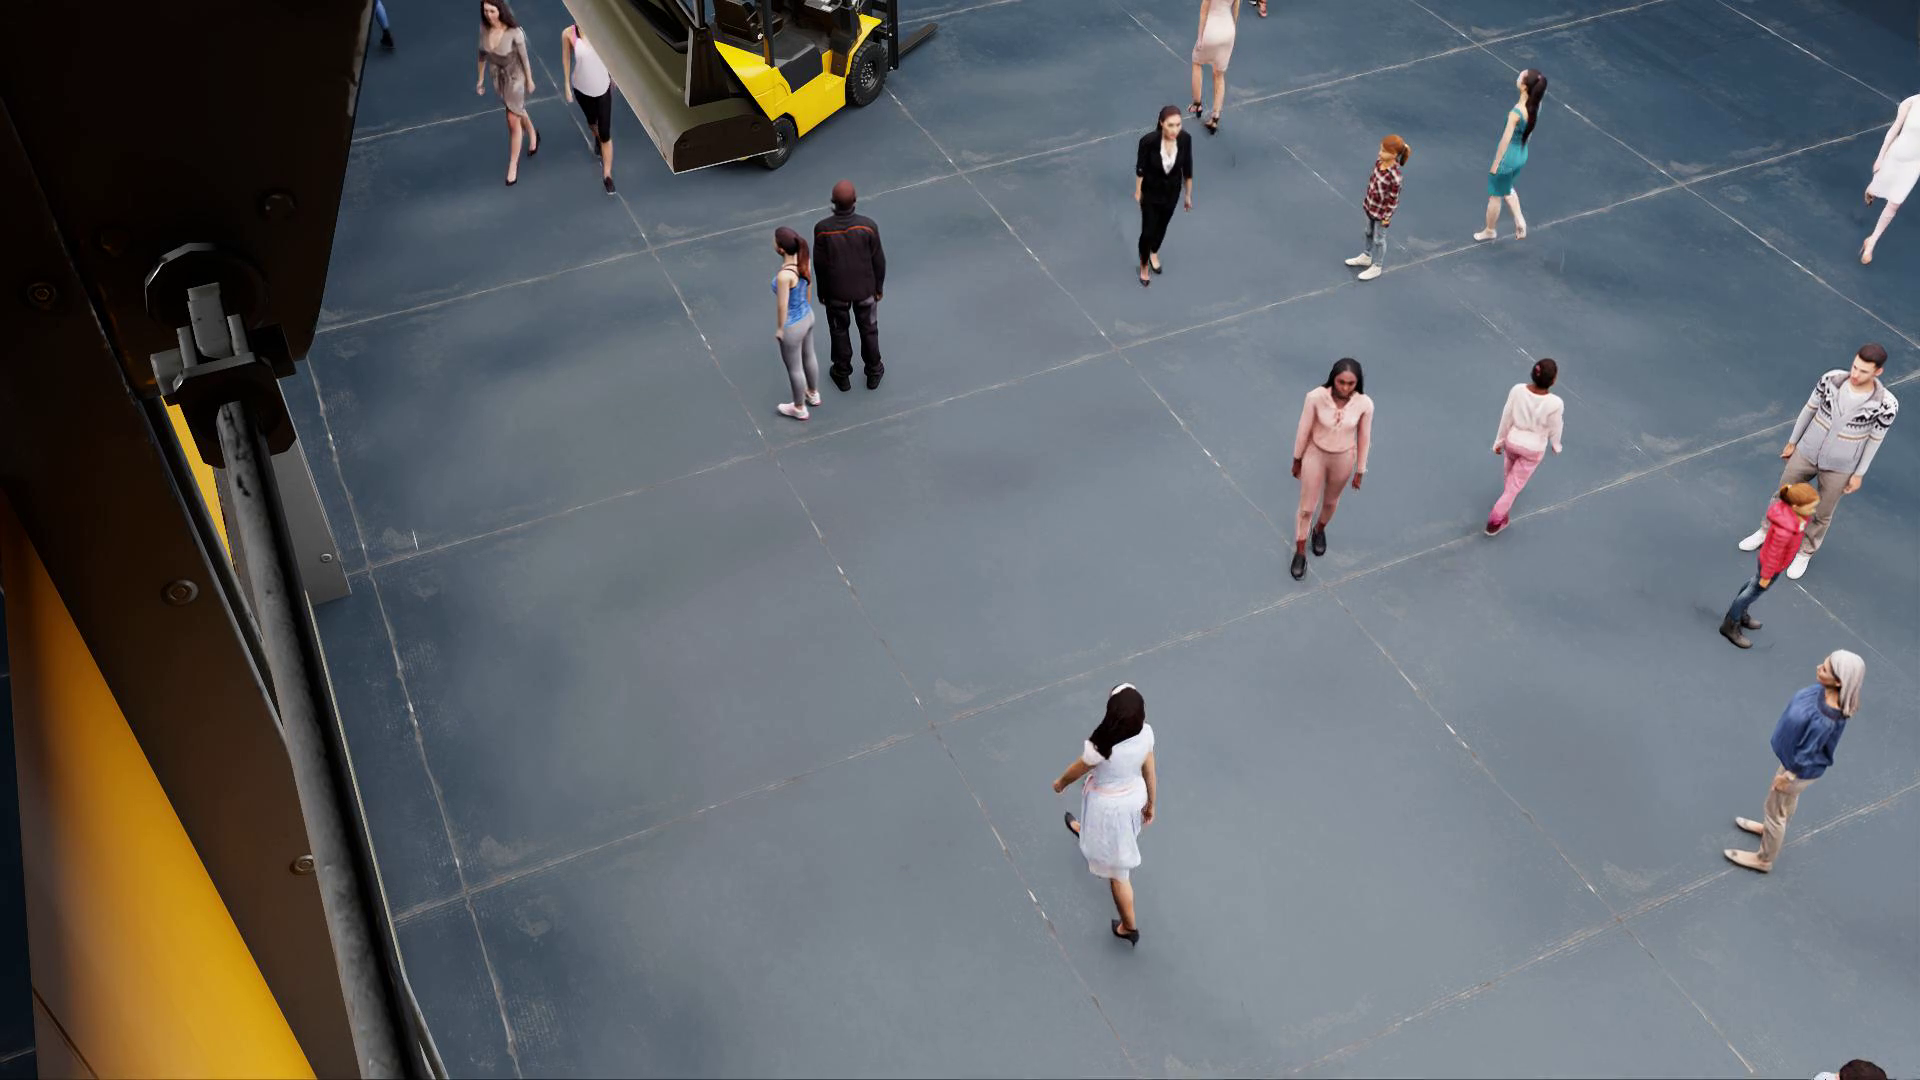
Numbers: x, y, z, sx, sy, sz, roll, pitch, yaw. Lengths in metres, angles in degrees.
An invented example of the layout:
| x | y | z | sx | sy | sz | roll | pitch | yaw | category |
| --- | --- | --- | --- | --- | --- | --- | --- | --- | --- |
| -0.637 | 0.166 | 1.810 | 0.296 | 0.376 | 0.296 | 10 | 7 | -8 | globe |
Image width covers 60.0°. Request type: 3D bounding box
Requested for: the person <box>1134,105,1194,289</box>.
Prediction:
| x | y | z | sx | sy | sz | roll | pitch | yaw | category |
| --- | --- | --- | --- | --- | --- | --- | --- | --- | --- |
| 1.638 | -2.927 | 13.802 | 0.658 | 1.642 | 0.728 | -11 | 45 | -11 | person |

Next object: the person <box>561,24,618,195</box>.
| x | y | z | sx | sy | sz | roll | pitch | yaw | category |
| --- | --- | --- | --- | --- | --- | --- | --- | --- | --- |
| -3.315 | -4.087 | 14.952 | 0.777 | 1.735 | 1.238 | -10 | 44 | -10 | person |

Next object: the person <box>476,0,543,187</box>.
| x | y | z | sx | sy | sz | roll | pitch | yaw | category |
| --- | --- | --- | --- | --- | --- | --- | --- | --- | --- |
| -4.051 | -4.156 | 15.046 | 1.009 | 1.706 | 1.054 | 15 | 46 | 16 | person |

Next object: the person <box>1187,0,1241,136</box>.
| x | y | z | sx | sy | sz | roll | pitch | yaw | category |
| --- | --- | --- | --- | --- | --- | --- | --- | --- | --- |
| 2.412 | -4.606 | 15.442 | 0.664 | 1.811 | 0.789 | -11 | 45 | -11 | person |

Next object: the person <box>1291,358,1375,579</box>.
| x | y | z | sx | sy | sz | roll | pitch | yaw | category |
| --- | --- | --- | --- | --- | --- | --- | --- | --- | --- |
| 2.499 | -0.555 | 11.257 | 0.835 | 1.719 | 0.908 | 6 | 44 | 6 | person |

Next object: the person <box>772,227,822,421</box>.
| x | y | z | sx | sy | sz | roll | pitch | yaw | category |
| --- | --- | --- | --- | --- | --- | --- | --- | --- | --- |
| -1.232 | -1.635 | 12.470 | 0.689 | 1.608 | 0.642 | 19 | 47 | 18 | person |

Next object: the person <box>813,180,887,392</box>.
| x | y | z | sx | sy | sz | roll | pitch | yaw | category |
| --- | --- | --- | --- | --- | --- | --- | --- | --- | --- |
| -0.831 | -1.916 | 12.611 | 0.771 | 1.821 | 0.725 | -4 | 44 | -4 | person |

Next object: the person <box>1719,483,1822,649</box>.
| x | y | z | sx | sy | sz | roll | pitch | yaw | category |
| --- | --- | --- | --- | --- | --- | --- | --- | --- | --- |
| 5.274 | 0.131 | 10.827 | 0.604 | 1.317 | 0.587 | 28 | 50 | 26 | person |

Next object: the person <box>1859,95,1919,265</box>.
| x | y | z | sx | sy | sz | roll | pitch | yaw | category |
| --- | --- | --- | --- | --- | --- | --- | --- | --- | --- |
| 7.928 | -3.221 | 14.016 | 0.982 | 1.772 | 1.074 | 11 | 45 | 11 | person |

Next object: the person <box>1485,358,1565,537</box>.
| x | y | z | sx | sy | sz | roll | pitch | yaw | category |
| --- | --- | --- | --- | --- | --- | --- | --- | --- | --- |
| 3.898 | -0.630 | 11.556 | 0.961 | 1.414 | 0.827 | 34 | 53 | 31 | person |

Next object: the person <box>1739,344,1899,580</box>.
| x | y | z | sx | sy | sz | roll | pitch | yaw | category |
| --- | --- | --- | --- | --- | --- | --- | --- | --- | --- |
| 5.832 | -0.567 | 11.167 | 0.810 | 1.860 | 0.609 | -33 | 52 | -29 | person |

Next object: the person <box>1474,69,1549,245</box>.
| x | y | z | sx | sy | sz | roll | pitch | yaw | category |
| --- | --- | --- | --- | --- | --- | --- | --- | --- | --- |
| 4.713 | -3.179 | 14.041 | 0.674 | 1.676 | 0.769 | -31 | 52 | -28 | person |

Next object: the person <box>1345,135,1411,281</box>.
| x | y | z | sx | sy | sz | roll | pitch | yaw | category |
| --- | --- | --- | --- | --- | --- | --- | --- | --- | --- |
| 3.524 | -2.799 | 13.911 | 0.614 | 1.305 | 0.486 | -11 | 45 | -12 | person |

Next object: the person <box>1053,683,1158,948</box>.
| x | y | z | sx | sy | sz | roll | pitch | yaw | category |
| --- | --- | --- | --- | --- | --- | --- | --- | --- | --- |
| 0.884 | 1.552 | 9.011 | 0.700 | 1.765 | 1.177 | -22 | 48 | -21 | person |

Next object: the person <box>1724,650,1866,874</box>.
| x | y | z | sx | sy | sz | roll | pitch | yaw | category |
| --- | --- | --- | --- | --- | --- | --- | --- | --- | --- |
| 4.762 | 1.244 | 9.386 | 0.741 | 1.695 | 0.717 | 23 | 48 | 22 | person |
